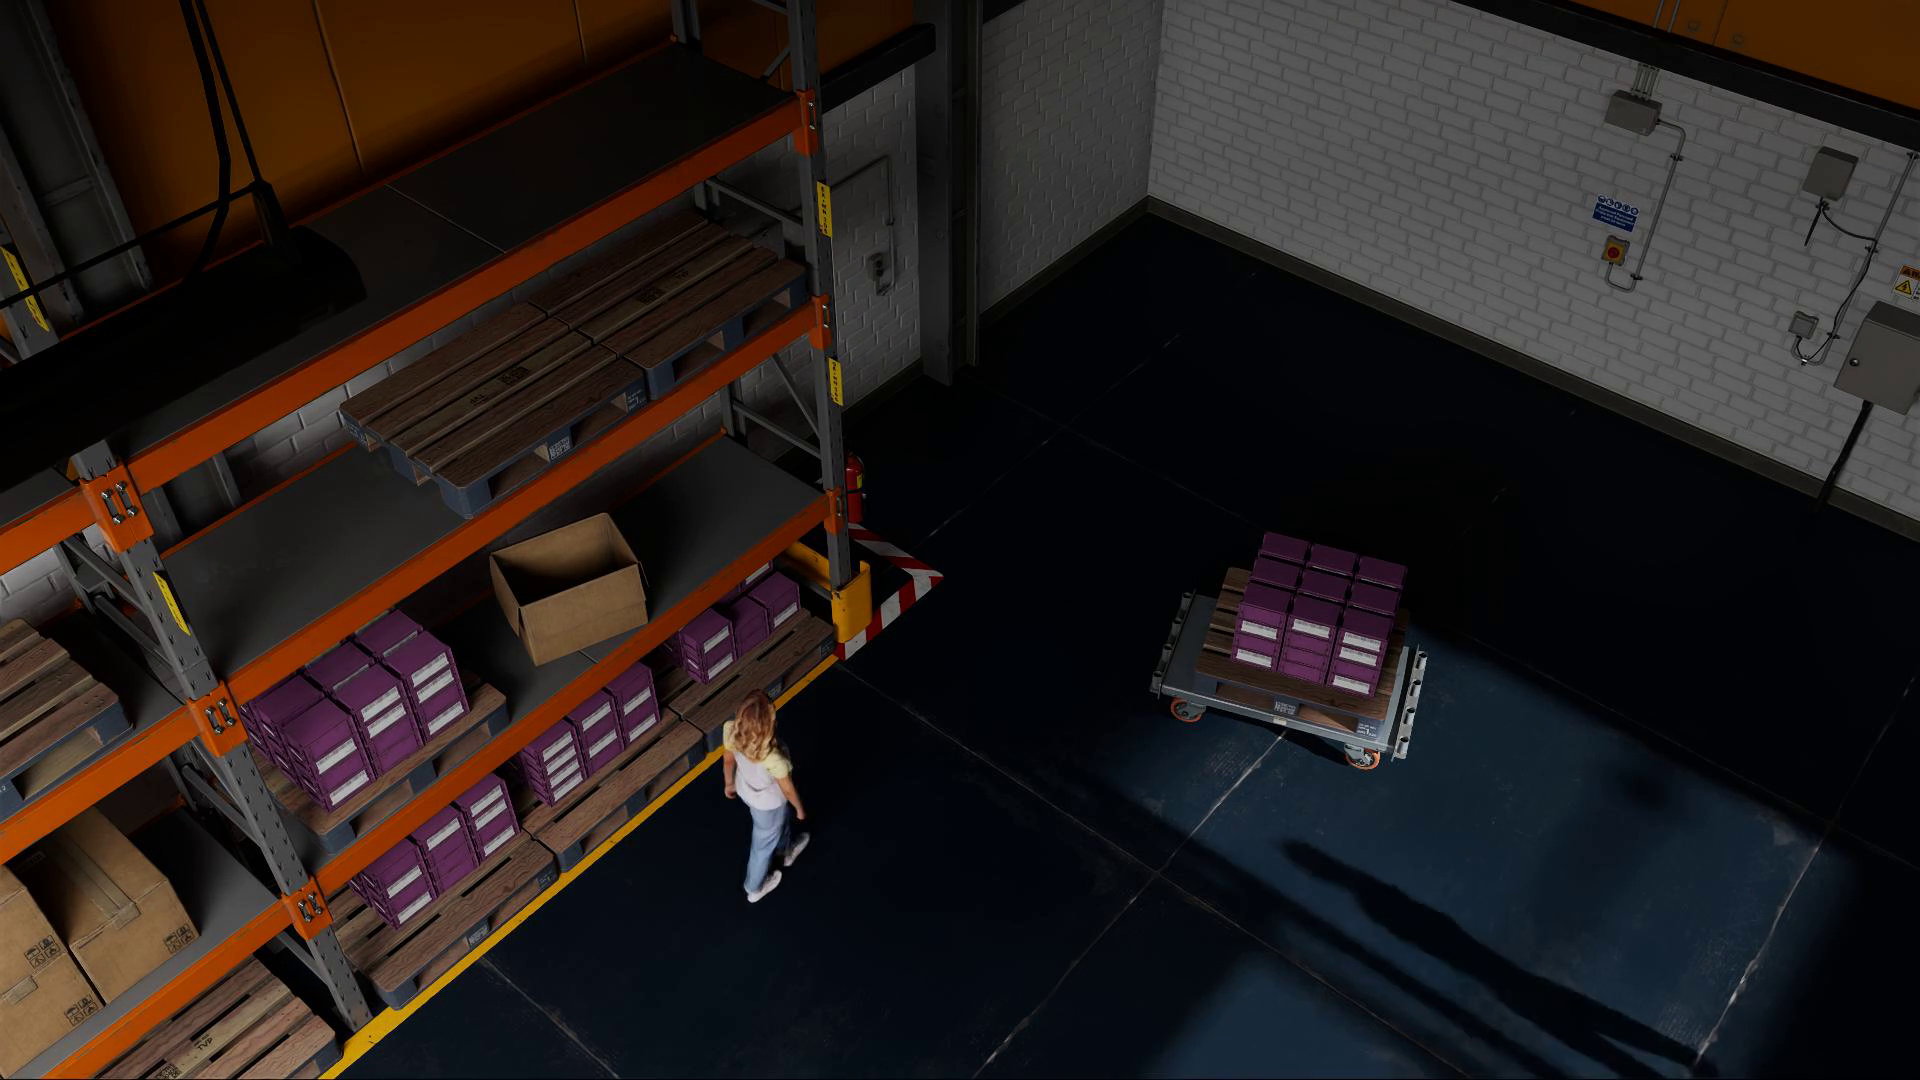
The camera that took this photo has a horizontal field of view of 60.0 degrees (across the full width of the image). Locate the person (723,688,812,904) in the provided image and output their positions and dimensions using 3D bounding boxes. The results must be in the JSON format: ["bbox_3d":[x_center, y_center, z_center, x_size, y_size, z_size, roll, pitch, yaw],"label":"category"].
[{"bbox_3d":[-1.165,1.510,9.367,0.638,1.708,0.798,31,52,28],"label":"person"}]
